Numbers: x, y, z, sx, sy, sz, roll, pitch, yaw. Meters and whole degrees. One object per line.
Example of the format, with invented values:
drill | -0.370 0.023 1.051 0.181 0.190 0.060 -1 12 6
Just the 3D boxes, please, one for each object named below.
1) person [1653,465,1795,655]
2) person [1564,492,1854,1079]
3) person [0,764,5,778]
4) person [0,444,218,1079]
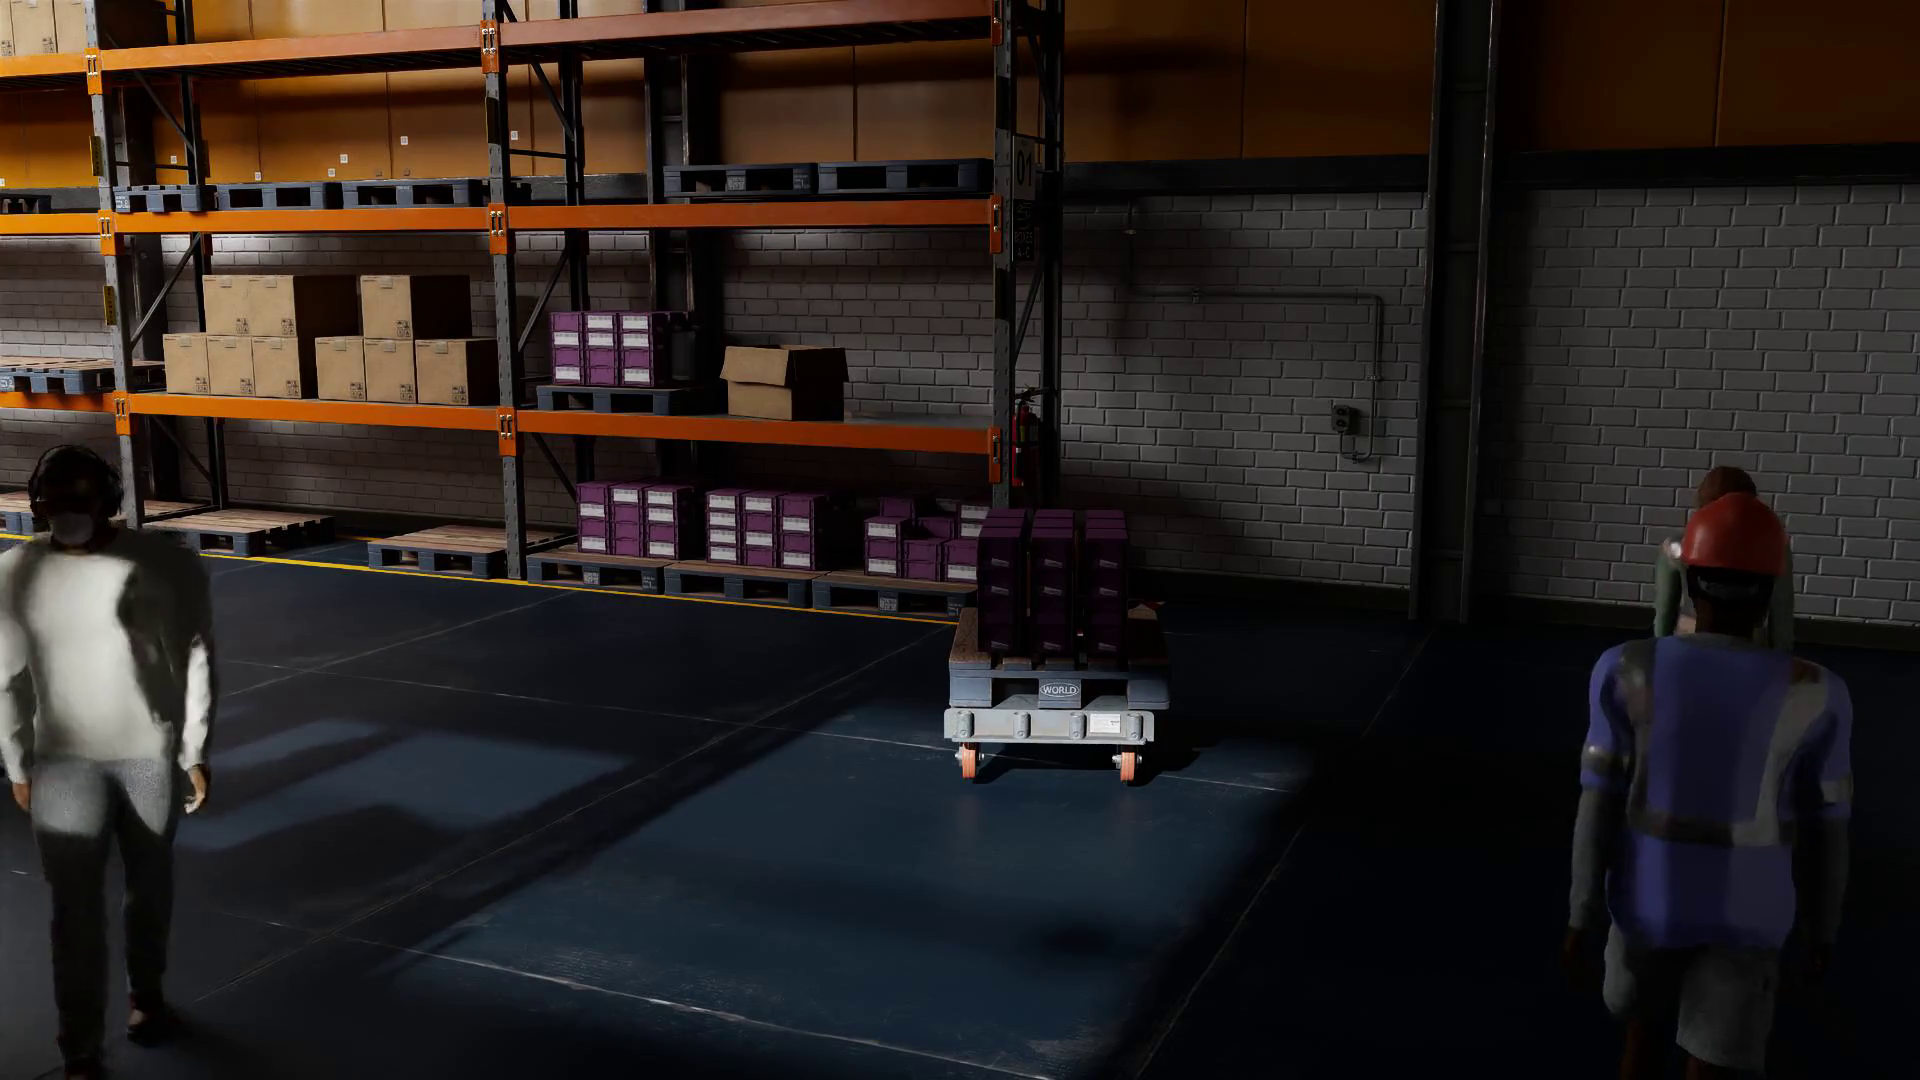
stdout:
person | 3.012 0.515 6.637 0.525 1.617 0.553 8 12 39
person | 1.769 0.829 3.933 0.571 1.889 0.949 5 11 27
person | -4.911 0.191 7.791 1.019 1.887 0.561 6 11 33
person | -2.518 0.671 4.902 0.631 1.892 0.958 -4 10 -24
